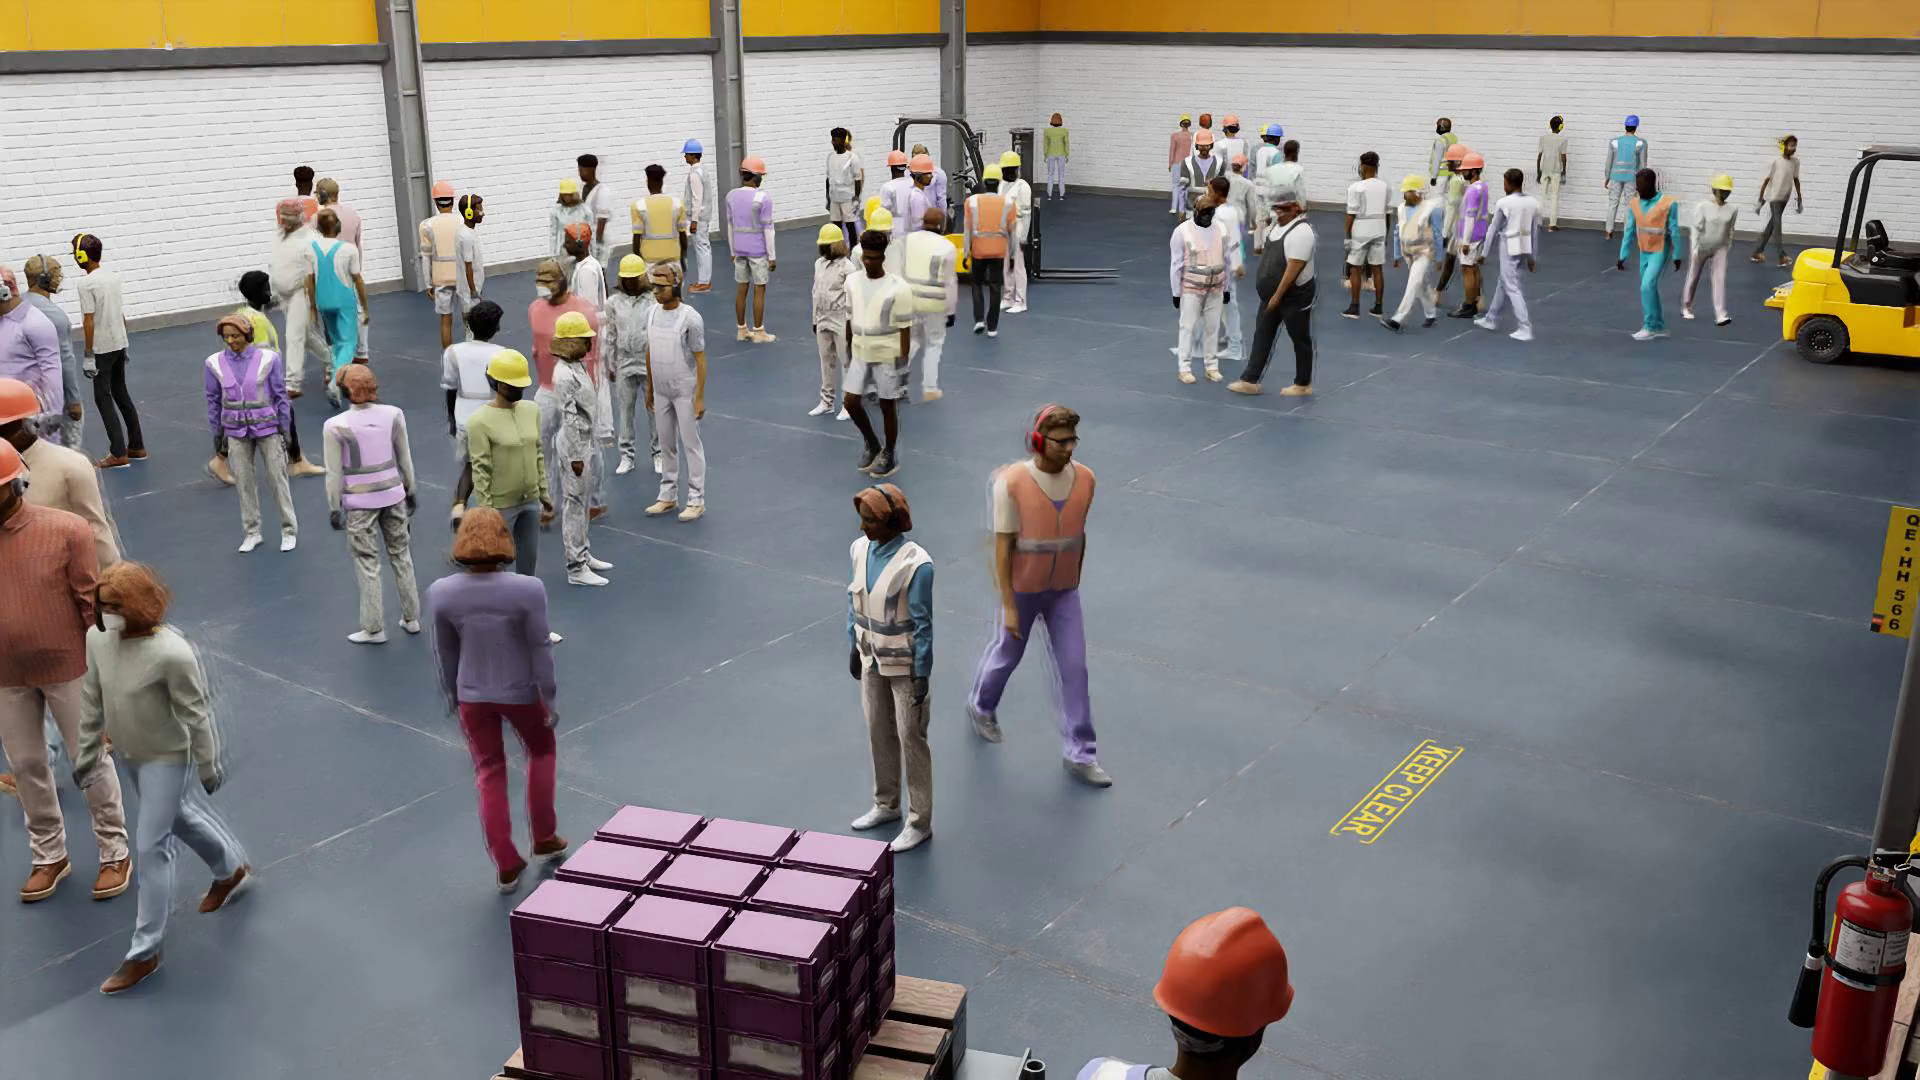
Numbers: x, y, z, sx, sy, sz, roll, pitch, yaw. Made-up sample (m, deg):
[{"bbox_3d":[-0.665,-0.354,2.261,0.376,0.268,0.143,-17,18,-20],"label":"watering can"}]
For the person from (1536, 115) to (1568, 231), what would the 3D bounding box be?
[{"bbox_3d":[9.760,-6.041,27.429,0.509,1.872,0.329,15,23,39],"label":"person"}]

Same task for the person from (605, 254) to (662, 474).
[{"bbox_3d":[-2.514,-1.366,13.014,0.492,1.740,0.325,-1,18,-3],"label":"person"}]

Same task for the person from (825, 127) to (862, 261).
[{"bbox_3d":[-1.667,-4.842,23.522,0.612,1.963,0.363,13,22,34],"label":"person"}]

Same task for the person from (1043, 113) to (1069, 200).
[{"bbox_3d":[1.845,-7.358,31.931,0.499,1.633,0.286,2,18,7],"label":"person"}]

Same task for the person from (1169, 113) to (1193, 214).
[{"bbox_3d":[3.995,-6.726,29.761,0.532,1.757,0.336,-2,18,-8],"label":"person"}]

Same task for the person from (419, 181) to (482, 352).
[{"bbox_3d":[-5.055,-2.596,16.568,0.554,1.925,0.393,-3,18,-10],"label":"person"}]

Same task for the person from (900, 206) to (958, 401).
[{"bbox_3d":[-0.343,-2.146,15.345,0.665,1.819,0.583,10,20,29],"label":"person"}]

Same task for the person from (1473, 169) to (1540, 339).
[{"bbox_3d":[6.170,-3.208,18.608,0.576,1.857,1.000,-11,21,-30],"label":"person"}]

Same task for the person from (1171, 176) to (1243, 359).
[{"bbox_3d":[2.610,-2.840,17.384,0.870,1.880,0.612,8,19,23],"label":"person"}]

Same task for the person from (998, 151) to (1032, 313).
[{"bbox_3d":[0.612,-3.703,20.025,0.383,1.925,0.590,-11,21,-31],"label":"person"}]

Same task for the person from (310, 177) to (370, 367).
[{"bbox_3d":[-6.261,-2.666,16.760,0.357,1.937,0.637,7,19,21],"label":"person"}]

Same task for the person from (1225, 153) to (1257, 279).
[{"bbox_3d":[3.686,-4.290,22.213,0.560,1.701,0.856,17,24,42],"label":"person"}]

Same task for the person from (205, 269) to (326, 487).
[{"bbox_3d":[-5.405,-1.239,12.726,0.813,1.661,0.531,-6,19,-17],"label":"person"}]

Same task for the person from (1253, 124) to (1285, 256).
[{"bbox_3d":[4.548,-5.120,24.441,0.415,1.939,0.605,-6,19,-19],"label":"person"}]

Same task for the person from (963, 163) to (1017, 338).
[{"bbox_3d":[0.335,-3.223,18.542,0.604,1.910,0.500,0,18,-1],"label":"person"}]

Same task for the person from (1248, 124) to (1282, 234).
[{"bbox_3d":[4.941,-5.850,27.000,0.533,1.768,0.311,5,18,14],"label":"person"}]

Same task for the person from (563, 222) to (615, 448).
[{"bbox_3d":[-3.082,-1.701,13.853,0.351,1.878,0.568,-4,18,-13],"label":"person"}]

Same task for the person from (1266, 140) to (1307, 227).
[{"bbox_3d":[4.281,-4.337,22.056,0.670,1.899,0.626,-12,21,-32],"label":"person"}]

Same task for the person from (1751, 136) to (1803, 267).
[{"bbox_3d":[11.743,-4.840,23.760,0.580,1.814,0.979,-5,18,-16],"label":"person"}]

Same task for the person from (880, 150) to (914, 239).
[{"bbox_3d":[-0.724,-3.707,20.043,0.547,1.929,0.385,-9,20,-26],"label":"person"}]

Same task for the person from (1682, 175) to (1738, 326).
[{"bbox_3d":[8.724,-3.360,19.300,0.537,1.713,0.946,1,18,3],"label":"person"}]

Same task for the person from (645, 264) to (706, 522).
[{"bbox_3d":[-2.029,-1.045,11.840,0.507,1.847,0.351,10,20,30],"label":"person"}]

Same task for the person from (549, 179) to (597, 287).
[{"bbox_3d":[-4.389,-3.213,18.843,0.508,1.702,0.844,-1,18,-2],"label":"person"}]

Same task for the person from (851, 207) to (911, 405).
[{"bbox_3d":[-0.706,-2.157,15.365,0.604,1.818,0.403,-6,19,-17],"label":"person"}]

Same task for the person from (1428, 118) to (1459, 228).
[{"bbox_3d":[7.944,-6.029,27.452,0.429,1.836,0.627,15,23,39],"label":"person"}]

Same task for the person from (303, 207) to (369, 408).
[{"bbox_3d":[-5.750,-2.142,15.327,0.517,1.818,0.861,1,18,3],"label":"person"}]

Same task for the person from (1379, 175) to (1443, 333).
[{"bbox_3d":[5.162,-3.246,18.859,0.998,1.762,0.599,-10,20,-29],"label":"person"}]

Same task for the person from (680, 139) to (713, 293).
[{"bbox_3d":[-3.381,-4.173,21.458,0.390,1.948,0.607,0,18,-1],"label":"person"}]

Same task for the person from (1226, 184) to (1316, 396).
[{"bbox_3d":[2.947,-2.331,15.549,0.931,2.000,0.678,-6,19,-18],"label":"person"}]

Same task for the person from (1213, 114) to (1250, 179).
[{"bbox_3d":[4.025,-5.340,24.954,0.610,2.042,0.396,-7,19,-20],"label":"person"}]

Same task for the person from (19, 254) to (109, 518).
[{"bbox_3d":[-6.374,-1.047,11.725,0.636,1.928,0.383,14,22,36],"label":"person"}]

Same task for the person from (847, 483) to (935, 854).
[{"bbox_3d":[-0.298,0.540,7.231,0.320,1.631,0.525,-16,24,-41],"label":"person"}]

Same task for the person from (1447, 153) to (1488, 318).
[{"bbox_3d":[6.027,-3.603,19.711,0.388,1.929,0.547,9,20,26],"label":"person"}]

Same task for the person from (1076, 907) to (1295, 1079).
[{"bbox_3d":[0.471,1.624,3.362,0.543,1.931,0.388,11,21,32],"label":"person"}]
